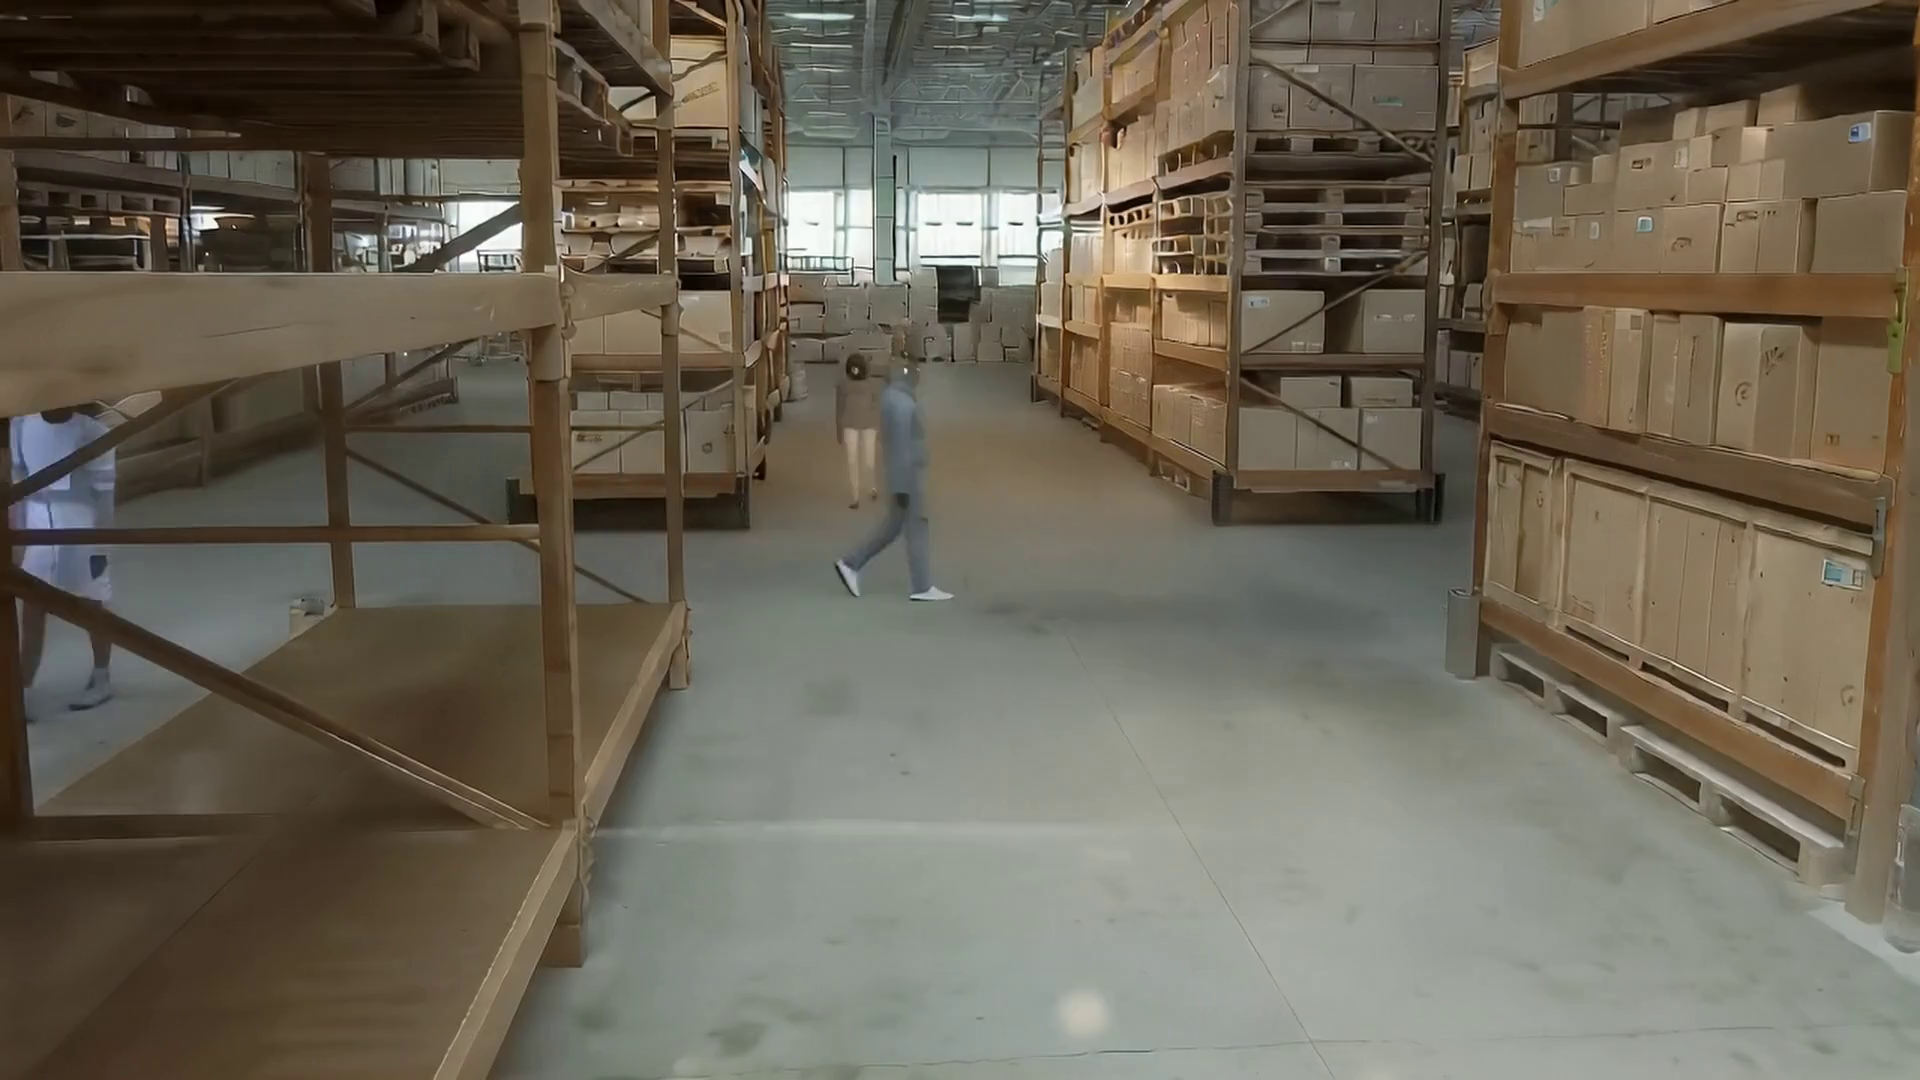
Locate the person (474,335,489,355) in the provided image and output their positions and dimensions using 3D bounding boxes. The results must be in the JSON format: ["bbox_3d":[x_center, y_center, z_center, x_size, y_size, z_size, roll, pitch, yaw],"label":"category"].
[{"bbox_3d":[-14.379,-6.472,50.029,0.506,1.839,0.351,2,9,15],"label":"person"}]

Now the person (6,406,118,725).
[{"bbox_3d":[-4.842,0.004,8.873,0.629,1.992,0.996,0,9,2],"label":"person"}]

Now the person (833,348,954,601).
[{"bbox_3d":[-0.495,-0.468,12.209,0.817,1.881,0.650,-2,9,-10],"label":"person"}]

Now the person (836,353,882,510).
[{"bbox_3d":[-1.028,-1.136,17.217,0.511,1.613,0.550,1,9,8],"label":"person"}]

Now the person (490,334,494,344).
[{"bbox_3d":[-16.598,-7.822,58.357,0.610,1.878,0.901,-7,12,-39],"label":"person"}]
